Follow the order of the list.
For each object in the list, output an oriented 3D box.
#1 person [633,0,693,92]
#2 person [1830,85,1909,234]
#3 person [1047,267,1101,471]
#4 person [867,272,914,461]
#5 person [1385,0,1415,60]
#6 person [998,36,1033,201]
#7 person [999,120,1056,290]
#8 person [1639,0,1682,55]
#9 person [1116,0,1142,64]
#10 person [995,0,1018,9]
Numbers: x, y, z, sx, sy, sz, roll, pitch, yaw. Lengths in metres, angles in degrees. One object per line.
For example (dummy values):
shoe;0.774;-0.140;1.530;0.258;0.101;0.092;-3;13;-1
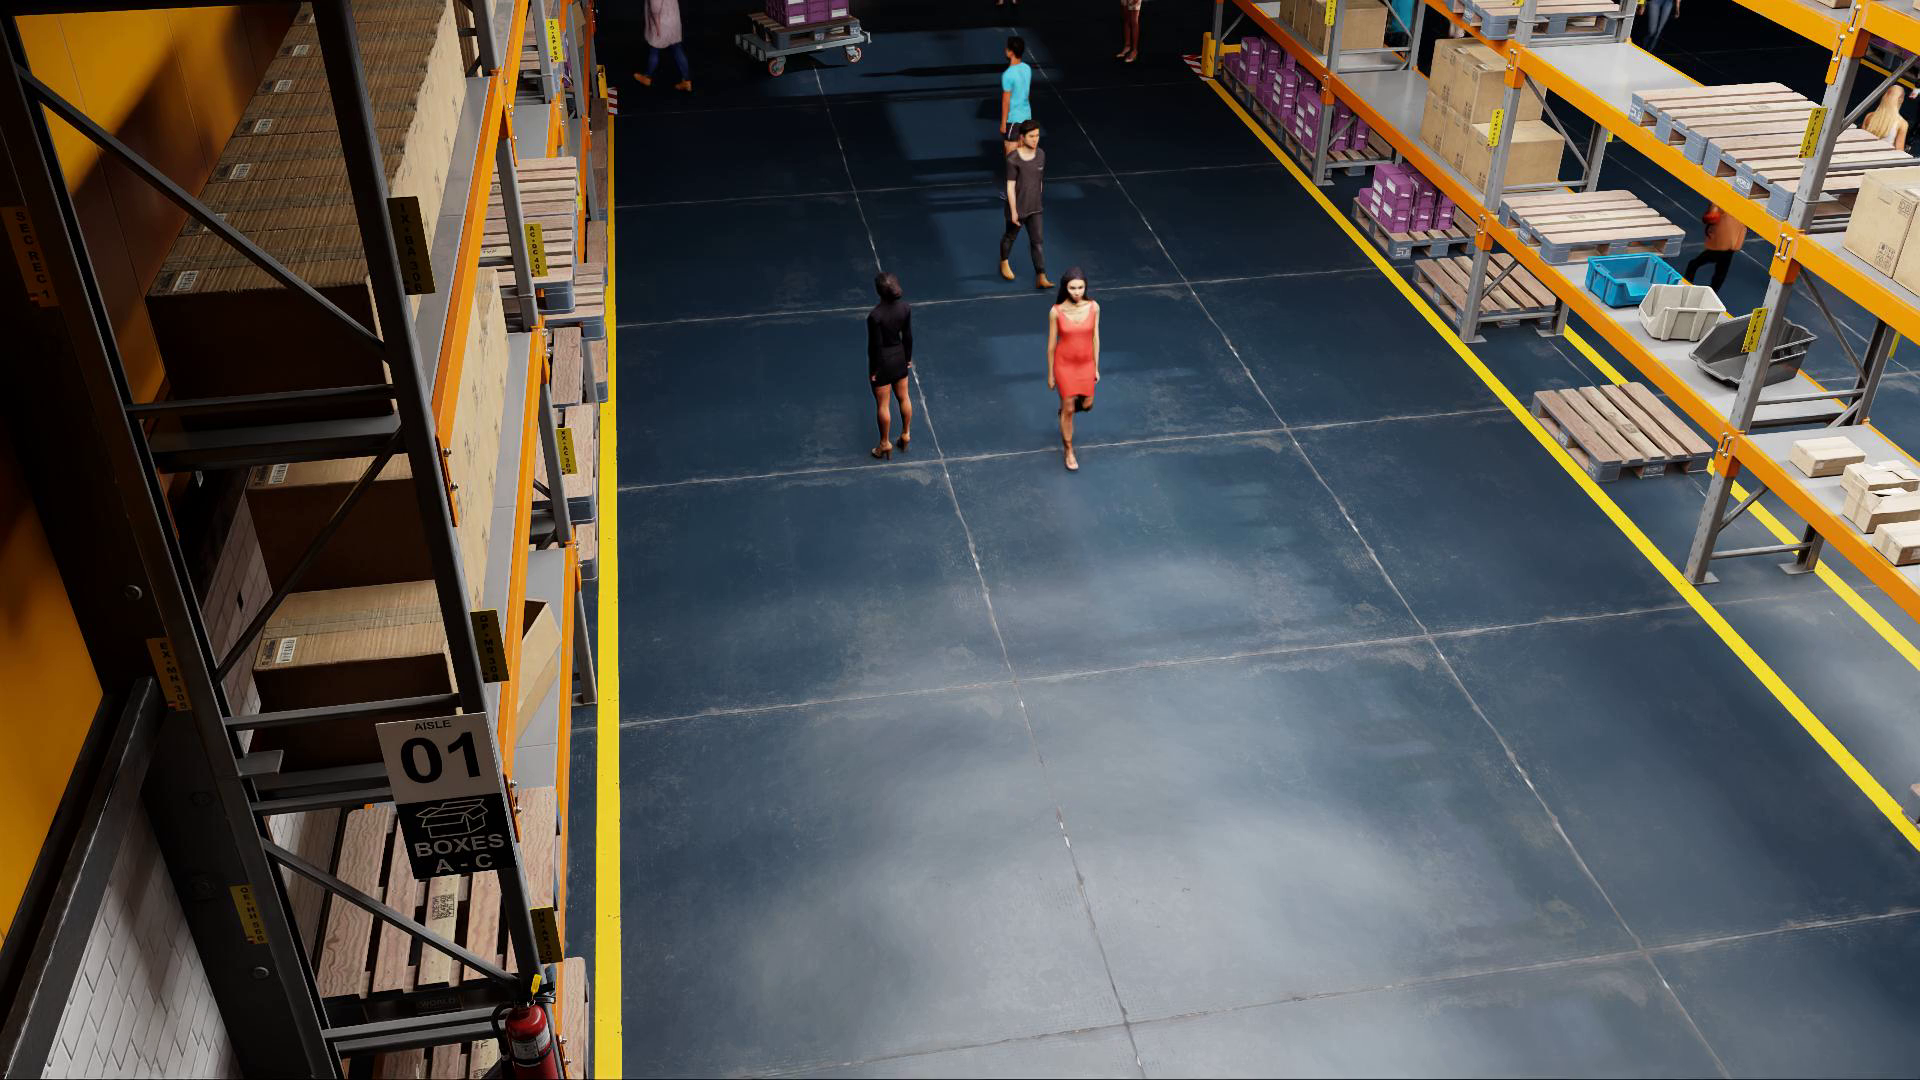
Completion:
person;-3.680;-6.516;21.120;1.134;1.696;1.129;16;37;23
person;9.174;-3.698;16.786;0.772;1.801;0.656;-20;38;-27
person;0.901;-1.432;13.464;0.627;1.706;0.863;-8;34;-12
person;-0.569;-1.414;13.495;0.687;1.640;0.746;-24;41;-32
person;5.755;-6.659;21.568;0.588;1.439;0.620;-12;36;-18
person;0.639;-4.590;18.159;0.755;1.767;0.686;20;38;27
person;0.575;-3.303;16.308;0.863;1.672;1.148;-17;37;-23
person;9.211;-7.117;22.008;0.598;1.715;0.601;-5;34;-8
person;2.292;-7.298;22.210;0.687;1.793;0.544;-13;36;-18
person;0.676;-8.654;24.393;0.613;1.635;0.593;-5;34;-8
